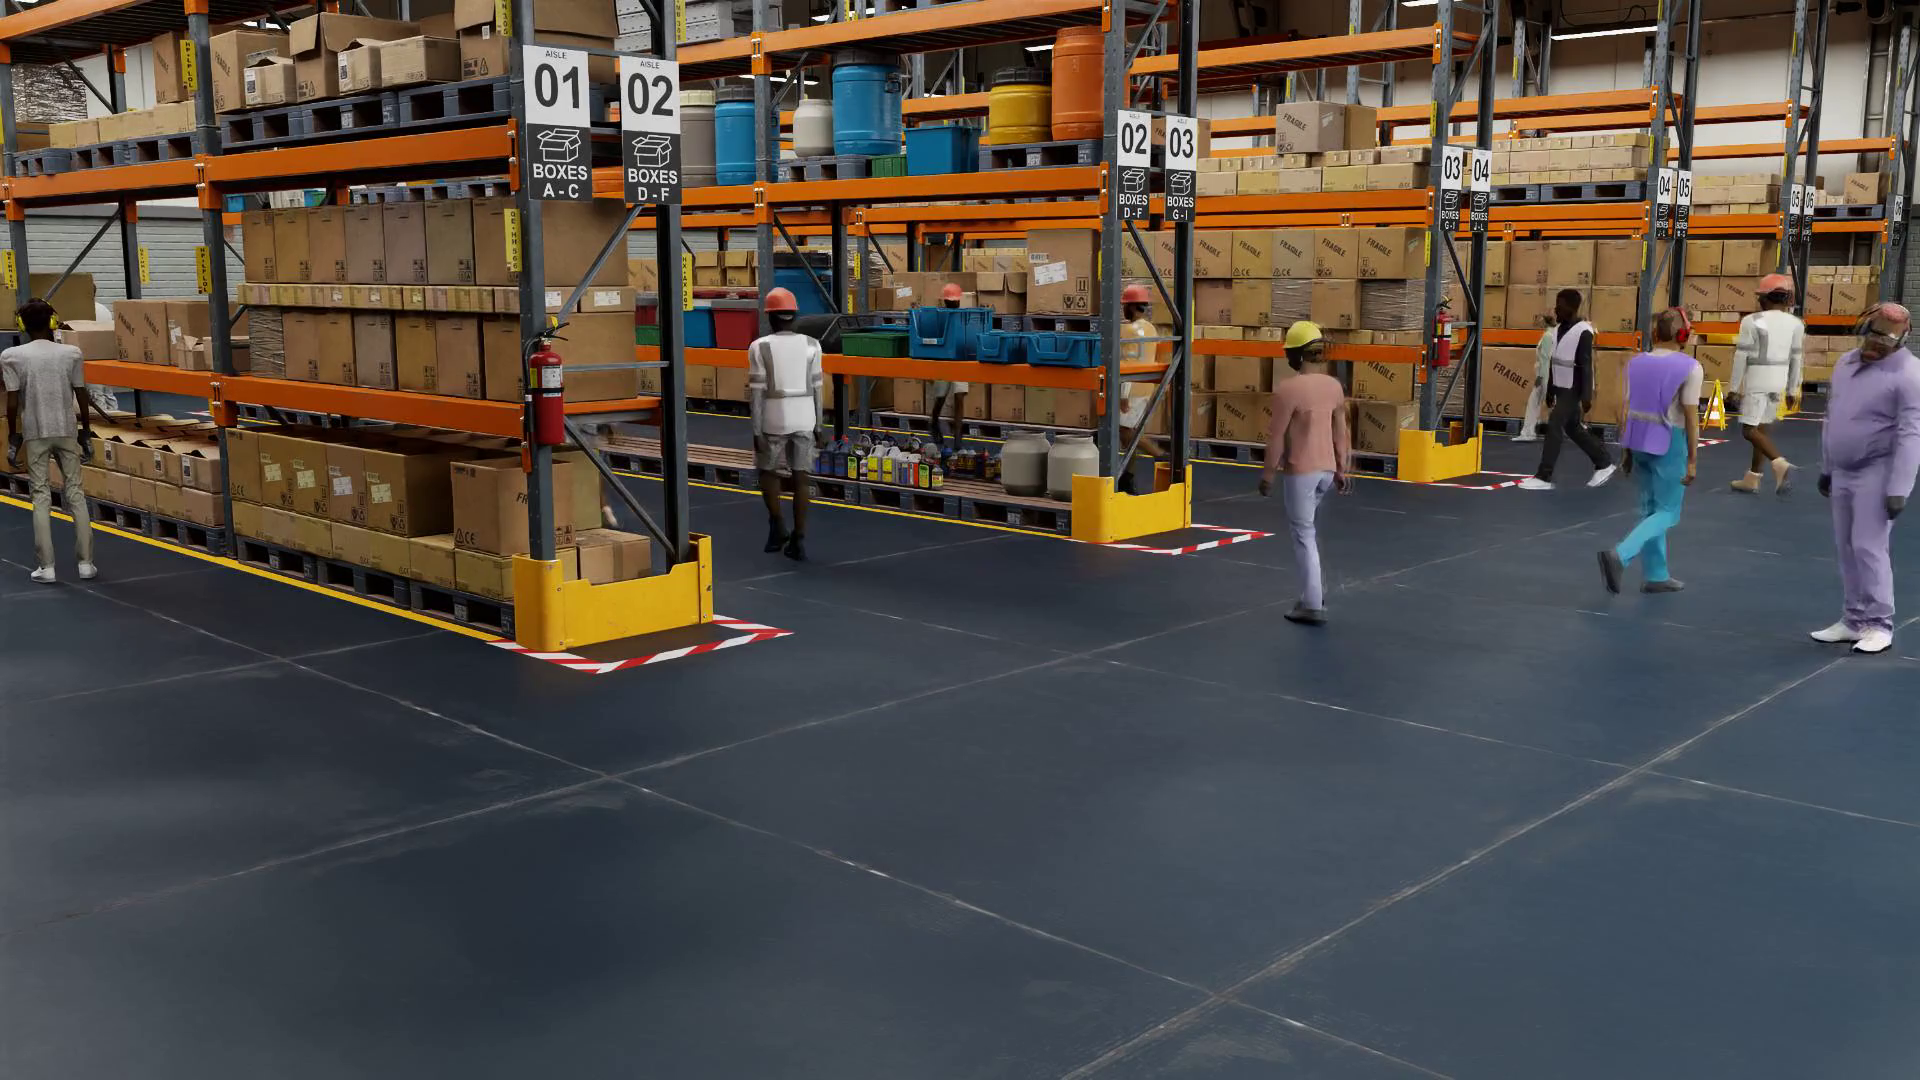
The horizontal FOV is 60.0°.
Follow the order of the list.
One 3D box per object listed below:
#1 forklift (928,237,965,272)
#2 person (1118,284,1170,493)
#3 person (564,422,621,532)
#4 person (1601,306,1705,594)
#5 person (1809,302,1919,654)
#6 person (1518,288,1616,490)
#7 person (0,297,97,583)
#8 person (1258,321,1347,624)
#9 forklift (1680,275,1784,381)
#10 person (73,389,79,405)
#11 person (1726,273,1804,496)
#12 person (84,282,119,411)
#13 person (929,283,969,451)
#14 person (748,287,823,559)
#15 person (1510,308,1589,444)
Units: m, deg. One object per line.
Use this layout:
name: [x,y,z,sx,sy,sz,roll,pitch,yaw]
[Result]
forklift: [-0.326,-5.817,39.609,1.129,2.768,1.873,9,13,43]
person: [1.662,-1.370,15.162,0.696,1.916,0.554,5,10,28]
person: [-2.744,-0.868,11.785,0.486,2.021,0.602,8,12,41]
person: [4.331,-0.544,10.406,0.734,1.825,0.573,-4,10,-22]
person: [4.899,-0.340,9.000,0.400,1.883,0.677,-1,9,-7]
person: [5.765,-1.422,15.610,0.957,1.884,0.605,-1,9,-5]
person: [-5.997,-0.657,10.953,0.520,1.865,0.327,-7,11,-36]
person: [1.989,-0.392,9.707,0.529,1.748,0.511,-7,12,-38]
forklift: [12.480,-3.427,27.053,1.214,2.155,2.313,9,13,43]
person: [-12.278,-2.614,22.581,0.608,1.985,0.395,-7,11,-36]
person: [7.320,-1.394,15.025,0.614,2.018,0.844,-3,10,-16]
person: [-9.707,-1.950,18.651,0.369,1.938,0.630,0,9,0]
person: [-0.148,-2.002,19.116,0.556,1.904,0.907,-3,10,-18]
person: [-1.236,-0.827,11.830,0.564,1.923,0.411,-3,10,-19]
person: [6.976,-1.928,19.551,0.816,1.606,0.516,3,10,21]
